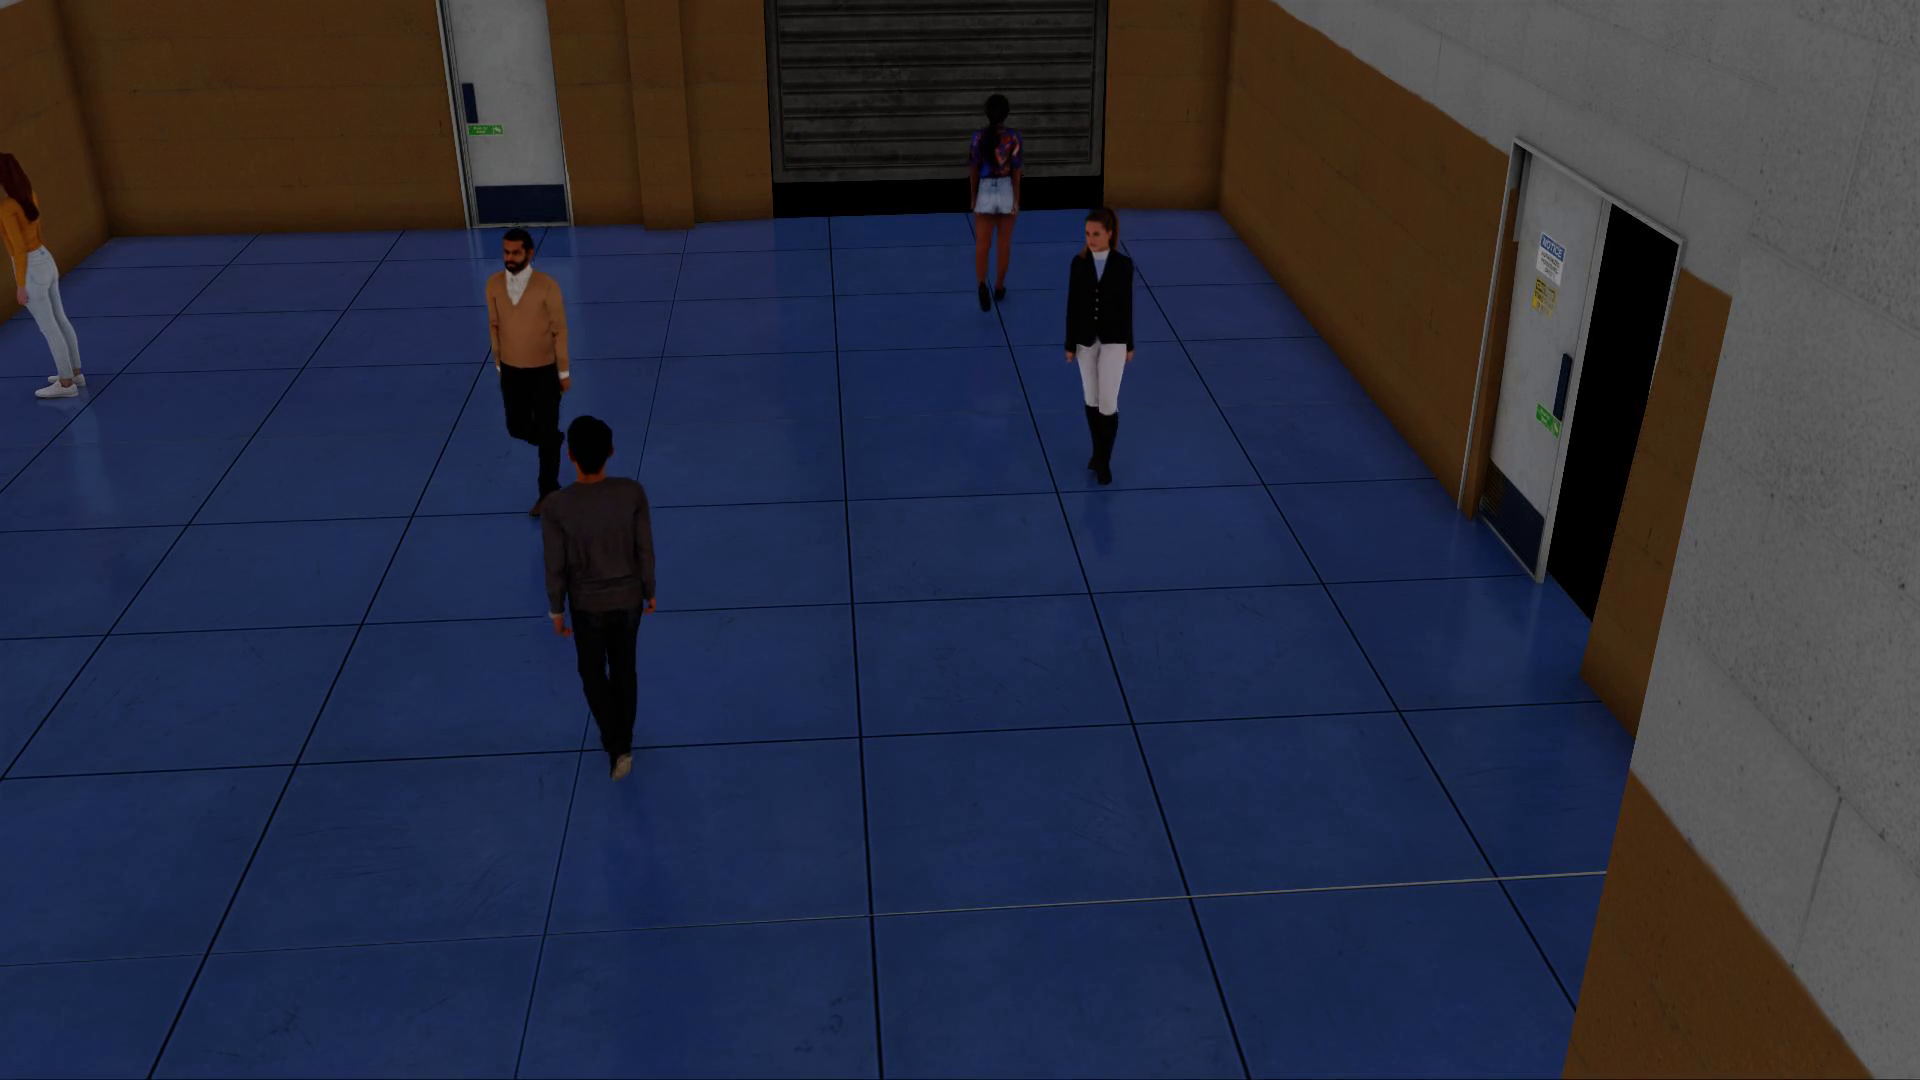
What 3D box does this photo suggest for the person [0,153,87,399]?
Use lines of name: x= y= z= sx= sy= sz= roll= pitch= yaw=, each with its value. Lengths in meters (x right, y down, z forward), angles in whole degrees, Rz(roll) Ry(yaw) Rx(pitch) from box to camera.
person: x=-6.466 y=-1.855 z=11.647 sx=0.531 sy=1.751 sz=0.567 roll=-1 pitch=27 yaw=-3

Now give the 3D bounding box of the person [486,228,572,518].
person: x=-2.554 y=-1.050 z=10.064 sx=0.955 sy=1.740 sz=0.897 roll=6 pitch=27 yaw=12

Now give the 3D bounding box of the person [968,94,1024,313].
person: x=0.274 y=-2.660 z=13.268 sx=1.036 sy=1.719 sz=0.791 roll=3 pitch=27 yaw=6

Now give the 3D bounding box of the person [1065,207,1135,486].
person: x=0.895 y=-1.236 z=10.449 sx=0.772 sy=1.713 sz=0.785 roll=8 pitch=28 yaw=15

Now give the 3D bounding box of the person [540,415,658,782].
person: x=-1.562 y=0.308 z=7.377 sx=0.906 sy=1.754 sz=0.863 roll=7 pitch=28 yaw=14
